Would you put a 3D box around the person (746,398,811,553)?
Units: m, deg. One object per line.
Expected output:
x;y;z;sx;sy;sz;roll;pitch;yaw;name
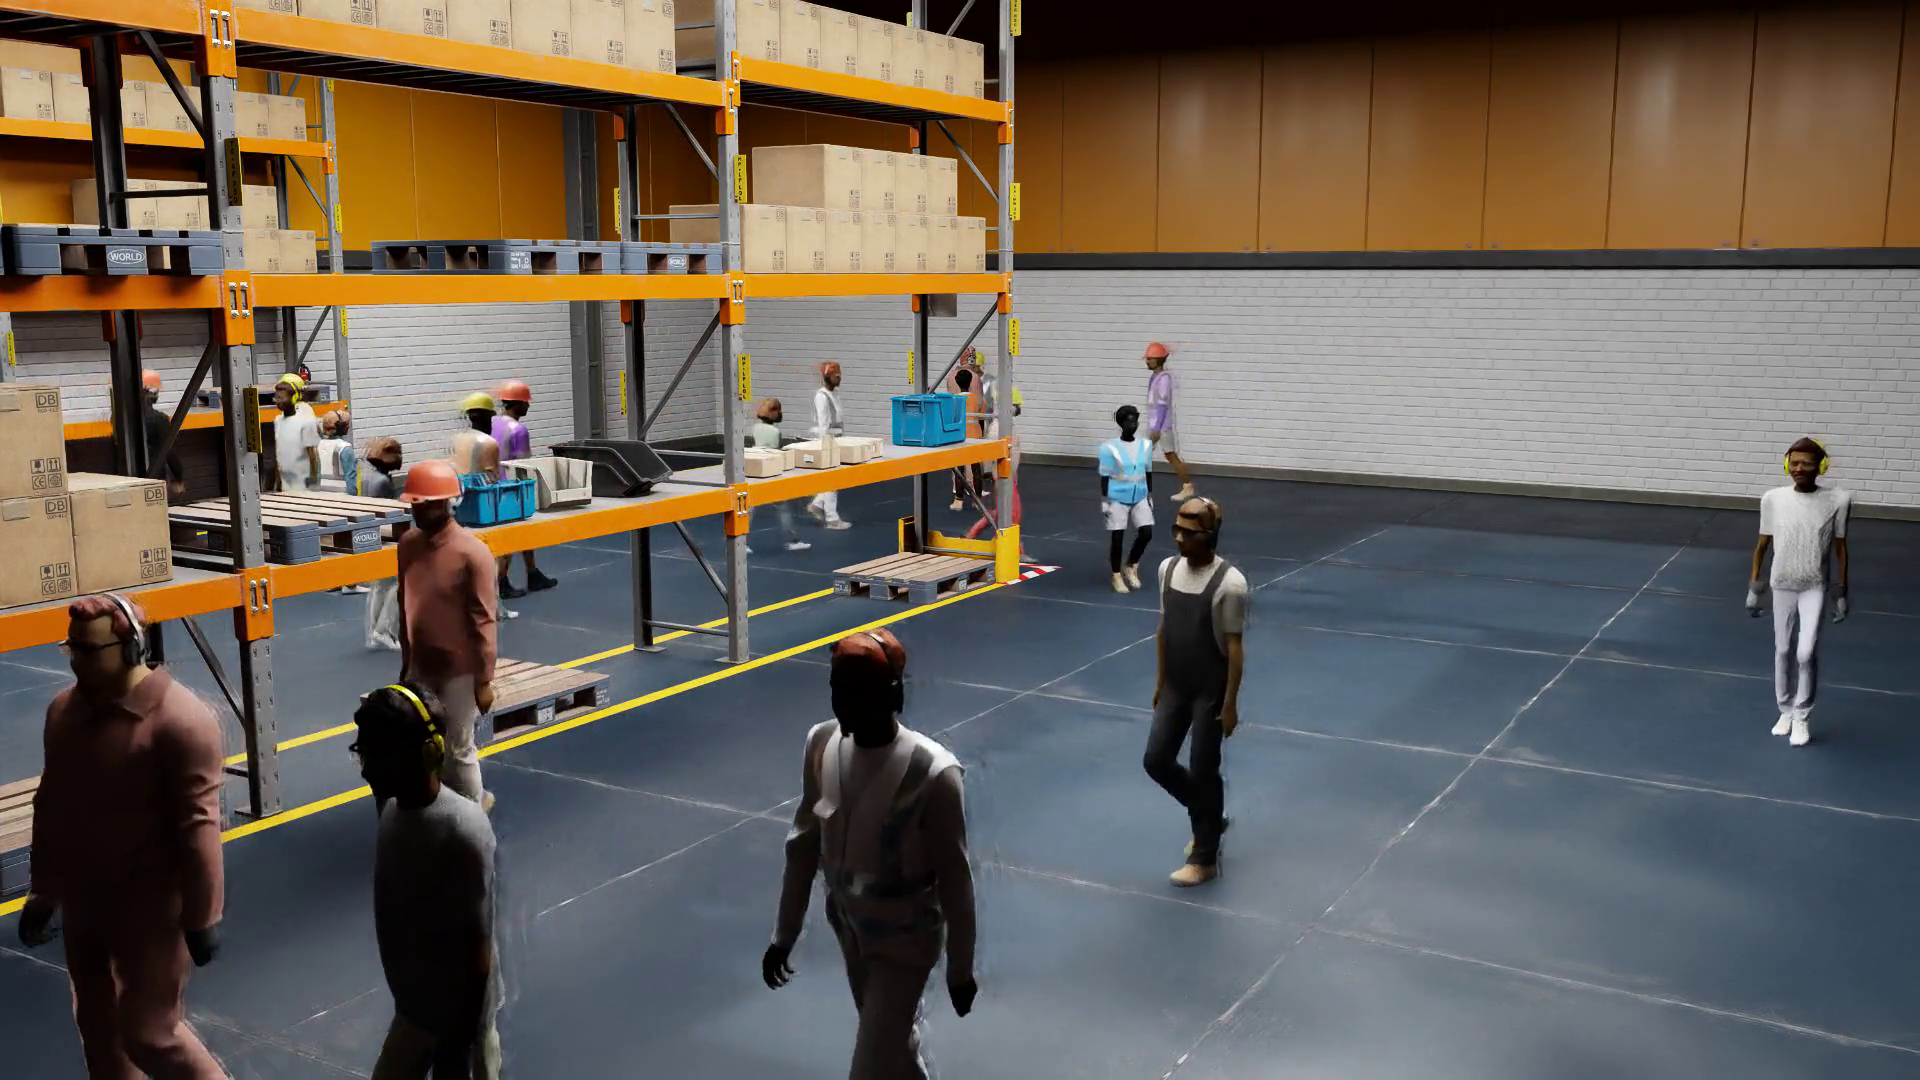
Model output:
-1.955;-0.656;16.901;0.846;1.594;0.499;-7;12;-39;person

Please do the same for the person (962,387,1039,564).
0.396;-0.638;16.335;0.743;1.742;0.528;2;9;11;person

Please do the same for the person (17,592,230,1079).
-2.557;1.094;5.036;0.670;1.900;0.480;5;10;27;person

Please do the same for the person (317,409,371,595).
-5.504;-0.333;14.743;0.515;1.641;0.315;7;12;39;person

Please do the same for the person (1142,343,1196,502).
2.480;-1.446;20.615;1.038;1.996;0.626;-2;9;-11;person

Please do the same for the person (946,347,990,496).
0.112;-1.514;21.288;0.410;1.909;0.643;-7;11;-37;person

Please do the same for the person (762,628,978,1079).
-0.306;1.171;4.687;0.852;1.848;0.590;-8;12;-42;person

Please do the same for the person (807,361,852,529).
-1.445;-1.045;18.443;0.440;1.877;0.612;2;9;11;person

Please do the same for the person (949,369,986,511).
0.062;-1.197;19.954;0.537;1.699;0.321;-4;10;-22;person

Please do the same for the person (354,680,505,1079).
-1.426;1.263;4.193;0.543;1.826;0.887;8;12;41;person

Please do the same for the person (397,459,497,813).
-2.443;0.592;7.910;0.643;1.977;0.459;6;11;32;person

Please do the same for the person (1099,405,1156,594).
1.478;-0.354;14.717;0.553;1.681;0.373;-4;10;-21;person

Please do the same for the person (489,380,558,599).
-3.812;-0.446;14.622;0.820;1.907;0.561;-7;12;-38;person

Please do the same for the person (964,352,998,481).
0.220;-1.641;22.482;0.618;1.779;0.945;7;11;37;person

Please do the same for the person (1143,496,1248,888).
1.088;0.699;7.716;0.428;1.829;0.543;-8;12;-39;person

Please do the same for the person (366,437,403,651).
-4.312;0.031;12.526;0.387;1.615;0.508;-3;10;-18;person

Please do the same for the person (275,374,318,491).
-6.722;-0.771;16.881;0.404;1.830;0.601;-2;9;-13;person

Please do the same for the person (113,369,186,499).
-7.339;-0.572;15.178;0.661;1.973;0.598;4;10;24;person

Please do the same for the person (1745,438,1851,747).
5.052;0.312;10.046;0.555;1.854;0.674;7;11;36;person

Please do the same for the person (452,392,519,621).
-3.955;-0.241;13.412;0.589;1.890;0.716;9;13;44;person

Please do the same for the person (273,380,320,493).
-6.157;-0.568;15.526;0.504;1.860;0.516;5;11;30;person
